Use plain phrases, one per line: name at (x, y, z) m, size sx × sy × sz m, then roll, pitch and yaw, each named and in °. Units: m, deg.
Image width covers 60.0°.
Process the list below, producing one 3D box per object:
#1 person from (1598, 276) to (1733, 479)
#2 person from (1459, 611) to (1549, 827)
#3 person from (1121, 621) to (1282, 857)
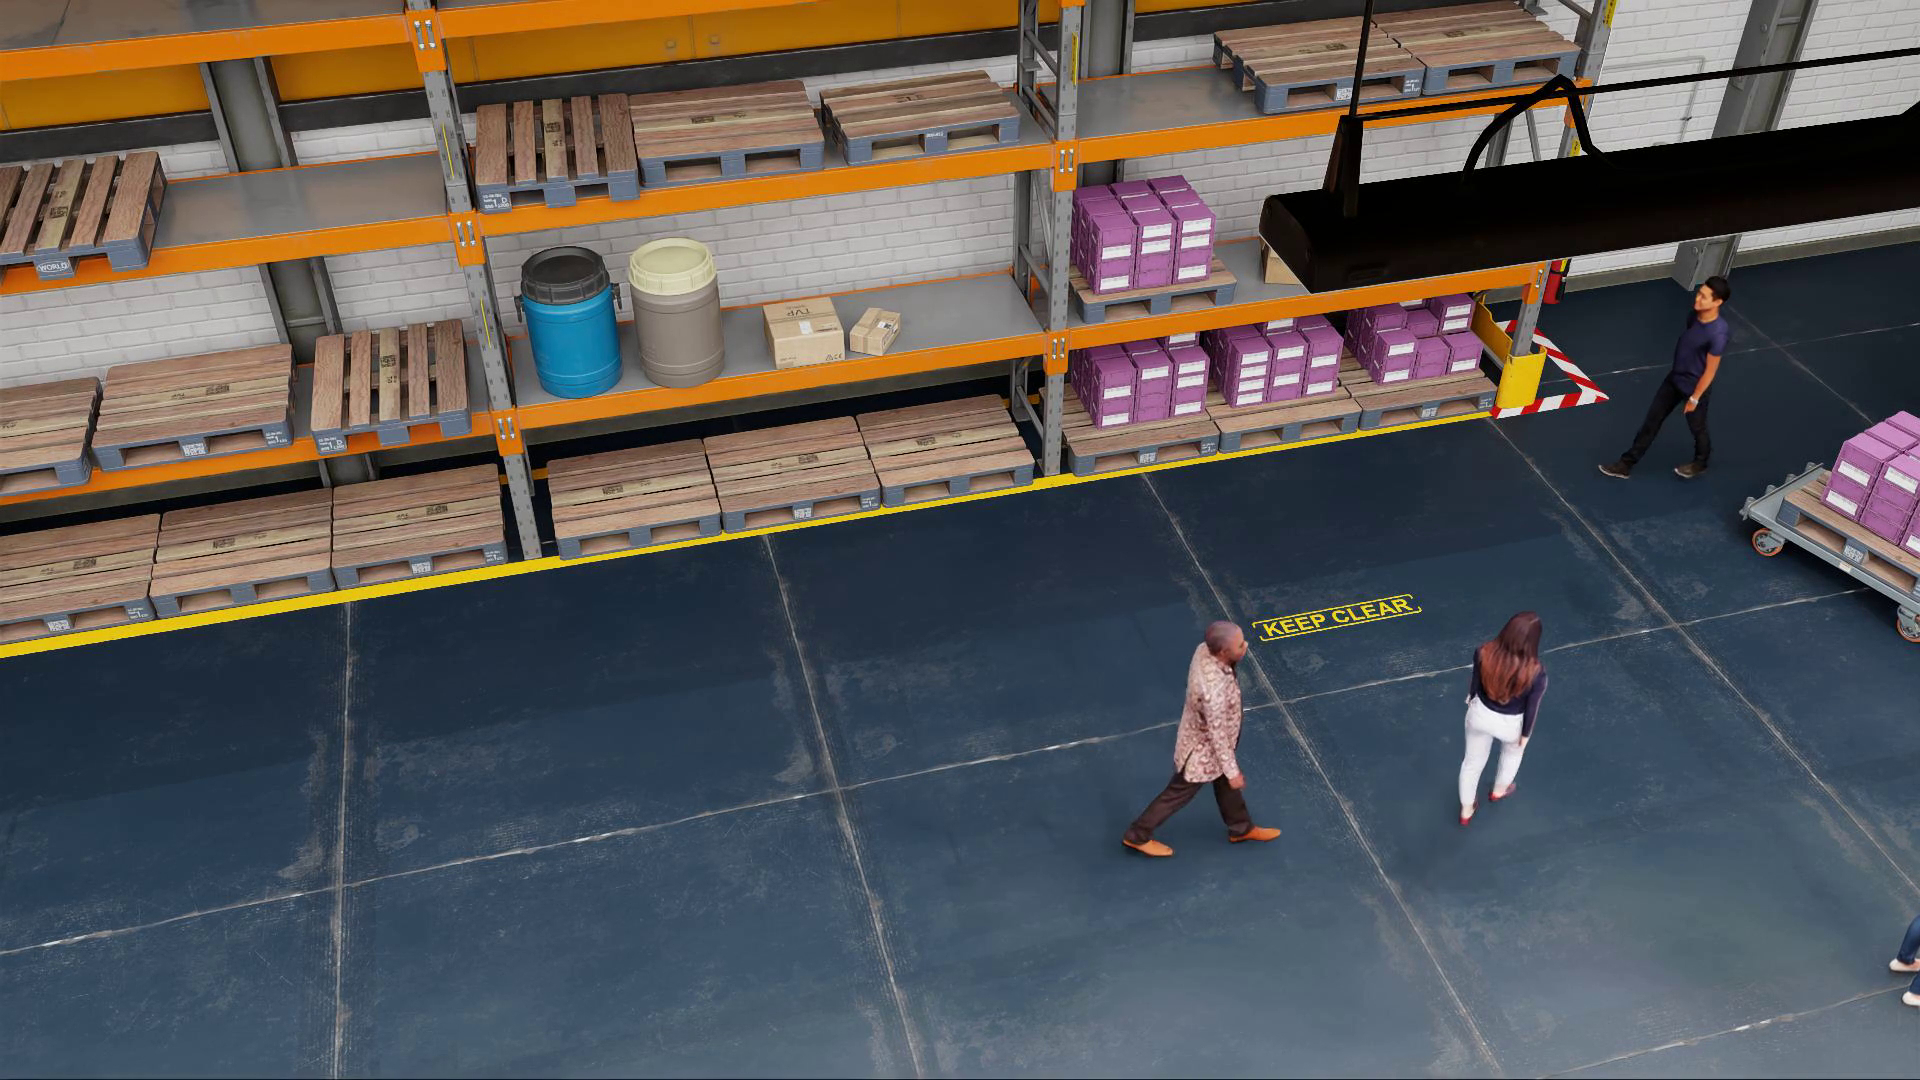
person at (5.551, -1.157, 12.457) m, size 1.135 × 1.745 × 0.725 m, roll -6°, pitch 39°, yaw -8°
person at (3.130, 1.089, 9.764) m, size 0.794 × 1.594 × 0.858 m, roll 22°, pitch 43°, yaw 25°
person at (1.305, 1.191, 9.502) m, size 1.274 × 1.763 × 1.008 m, roll 6°, pitch 39°, yaw 7°
